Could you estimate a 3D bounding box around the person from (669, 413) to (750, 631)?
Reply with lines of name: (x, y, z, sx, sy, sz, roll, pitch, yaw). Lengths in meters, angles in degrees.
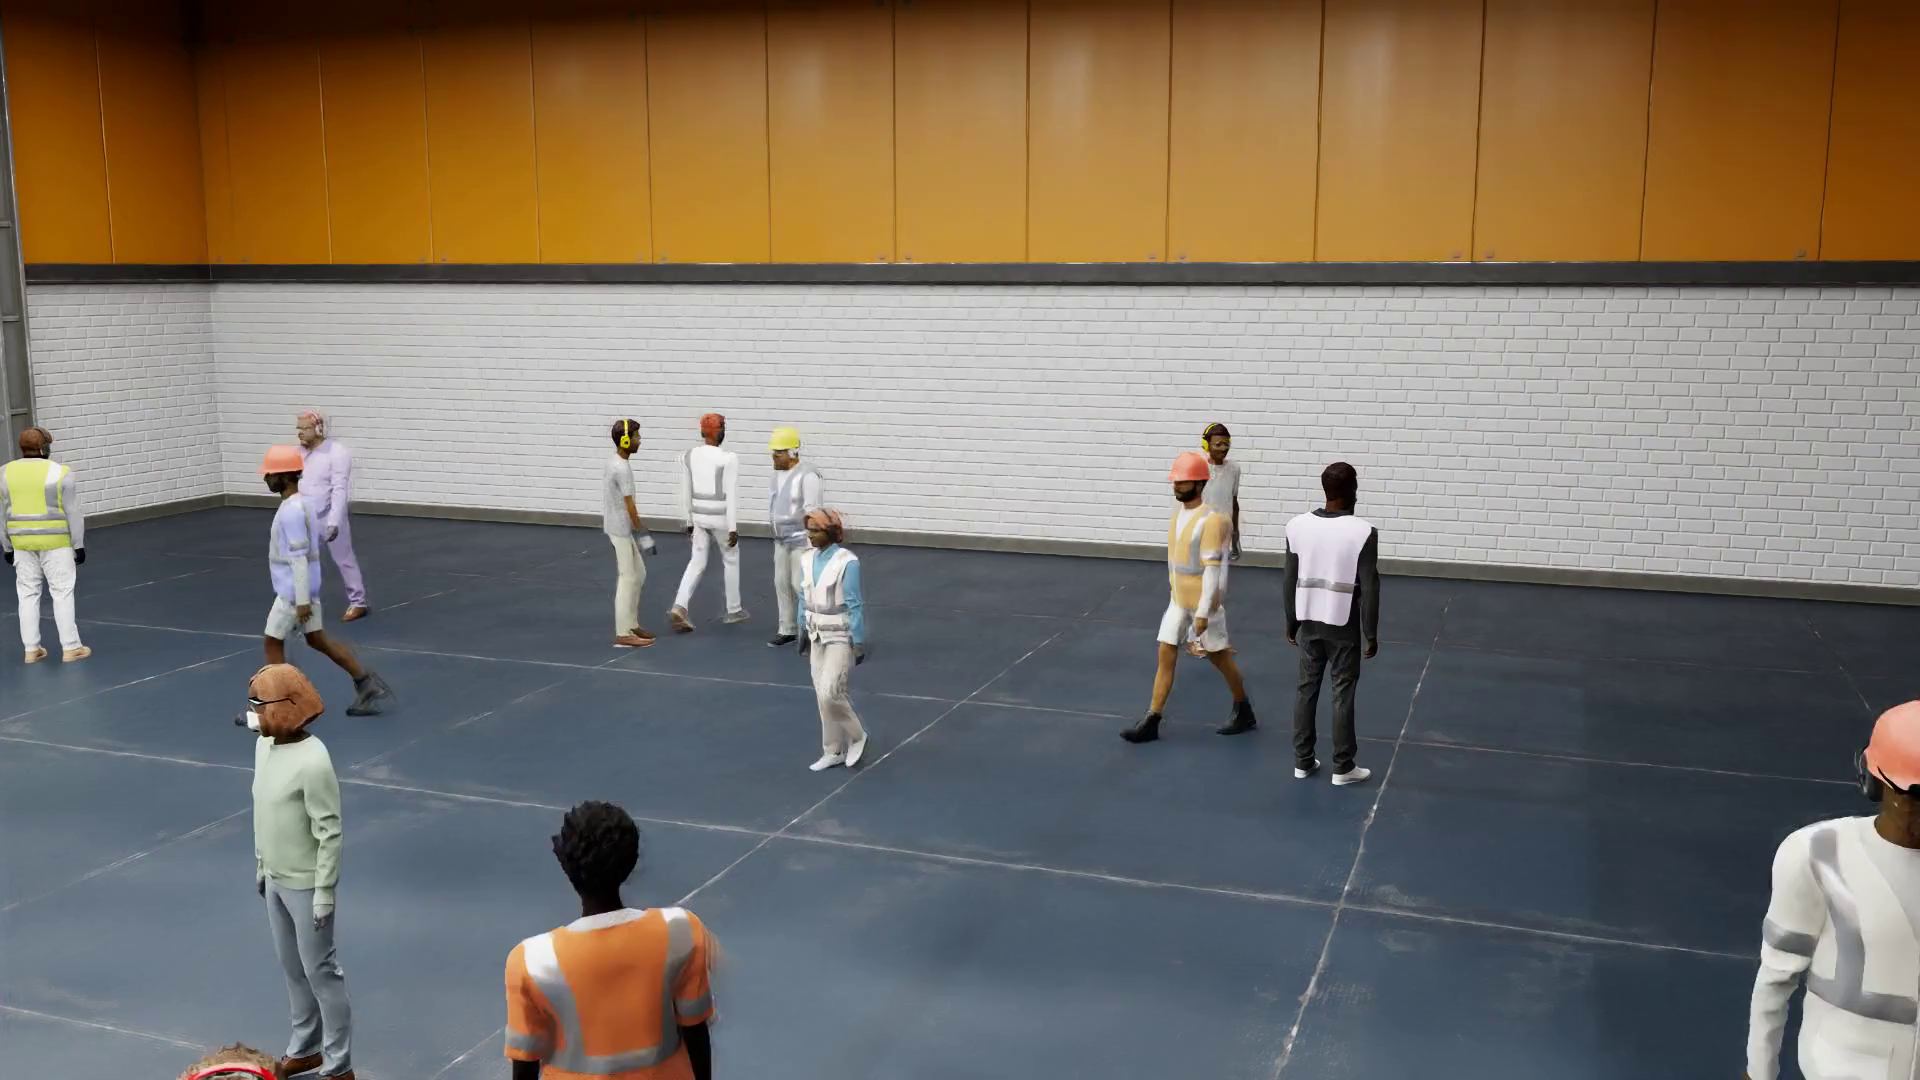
person: (-2.154, -0.156, 14.151, 0.585, 1.855, 0.899, 5, 10, 26)

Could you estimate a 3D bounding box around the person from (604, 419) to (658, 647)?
person: (-2.650, -0.046, 13.419, 0.434, 1.859, 0.531, -2, 9, -12)

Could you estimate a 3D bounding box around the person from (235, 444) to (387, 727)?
person: (-4.383, 0.297, 11.167, 0.929, 1.908, 0.553, -2, 9, -14)

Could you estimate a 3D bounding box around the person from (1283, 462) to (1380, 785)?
person: (2.197, 0.494, 9.885, 0.597, 1.915, 0.370, 7, 12, 38)

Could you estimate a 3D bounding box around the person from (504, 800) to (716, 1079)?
person: (-0.908, 1.496, 4.333, 0.541, 1.686, 0.364, -4, 10, -25)

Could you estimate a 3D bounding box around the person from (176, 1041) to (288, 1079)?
person: (-1.176, 1.705, 2.734, 0.589, 1.793, 0.961, -4, 10, -24)

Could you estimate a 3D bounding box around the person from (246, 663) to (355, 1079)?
person: (-2.428, 1.250, 6.073, 0.508, 1.632, 0.265, 8, 12, 42)

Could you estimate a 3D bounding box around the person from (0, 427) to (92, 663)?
person: (-7.127, 0.039, 12.943, 0.633, 1.841, 0.429, -1, 9, -5)

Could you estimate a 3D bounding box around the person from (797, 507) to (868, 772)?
person: (-0.795, 0.612, 10.042, 0.377, 1.623, 0.547, -9, 13, -43)

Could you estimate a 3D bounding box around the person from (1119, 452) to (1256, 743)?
person: (1.536, 0.369, 10.758, 0.998, 1.896, 0.555, -5, 10, -27)

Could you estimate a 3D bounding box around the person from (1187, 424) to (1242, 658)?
person: (2.006, 0.000, 13.151, 0.515, 1.861, 0.346, -4, 10, -25)

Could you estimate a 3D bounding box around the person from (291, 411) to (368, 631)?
person: (-5.487, -0.168, 14.191, 0.640, 1.855, 0.999, 3, 10, 17)

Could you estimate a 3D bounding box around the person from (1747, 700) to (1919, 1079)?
person: (2.400, 1.346, 4.377, 0.600, 2.000, 1.013, 1, 9, 6)

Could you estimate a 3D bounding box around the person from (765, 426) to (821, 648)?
person: (-1.290, -0.024, 13.449, 0.596, 1.810, 0.620, -8, 12, -42)
